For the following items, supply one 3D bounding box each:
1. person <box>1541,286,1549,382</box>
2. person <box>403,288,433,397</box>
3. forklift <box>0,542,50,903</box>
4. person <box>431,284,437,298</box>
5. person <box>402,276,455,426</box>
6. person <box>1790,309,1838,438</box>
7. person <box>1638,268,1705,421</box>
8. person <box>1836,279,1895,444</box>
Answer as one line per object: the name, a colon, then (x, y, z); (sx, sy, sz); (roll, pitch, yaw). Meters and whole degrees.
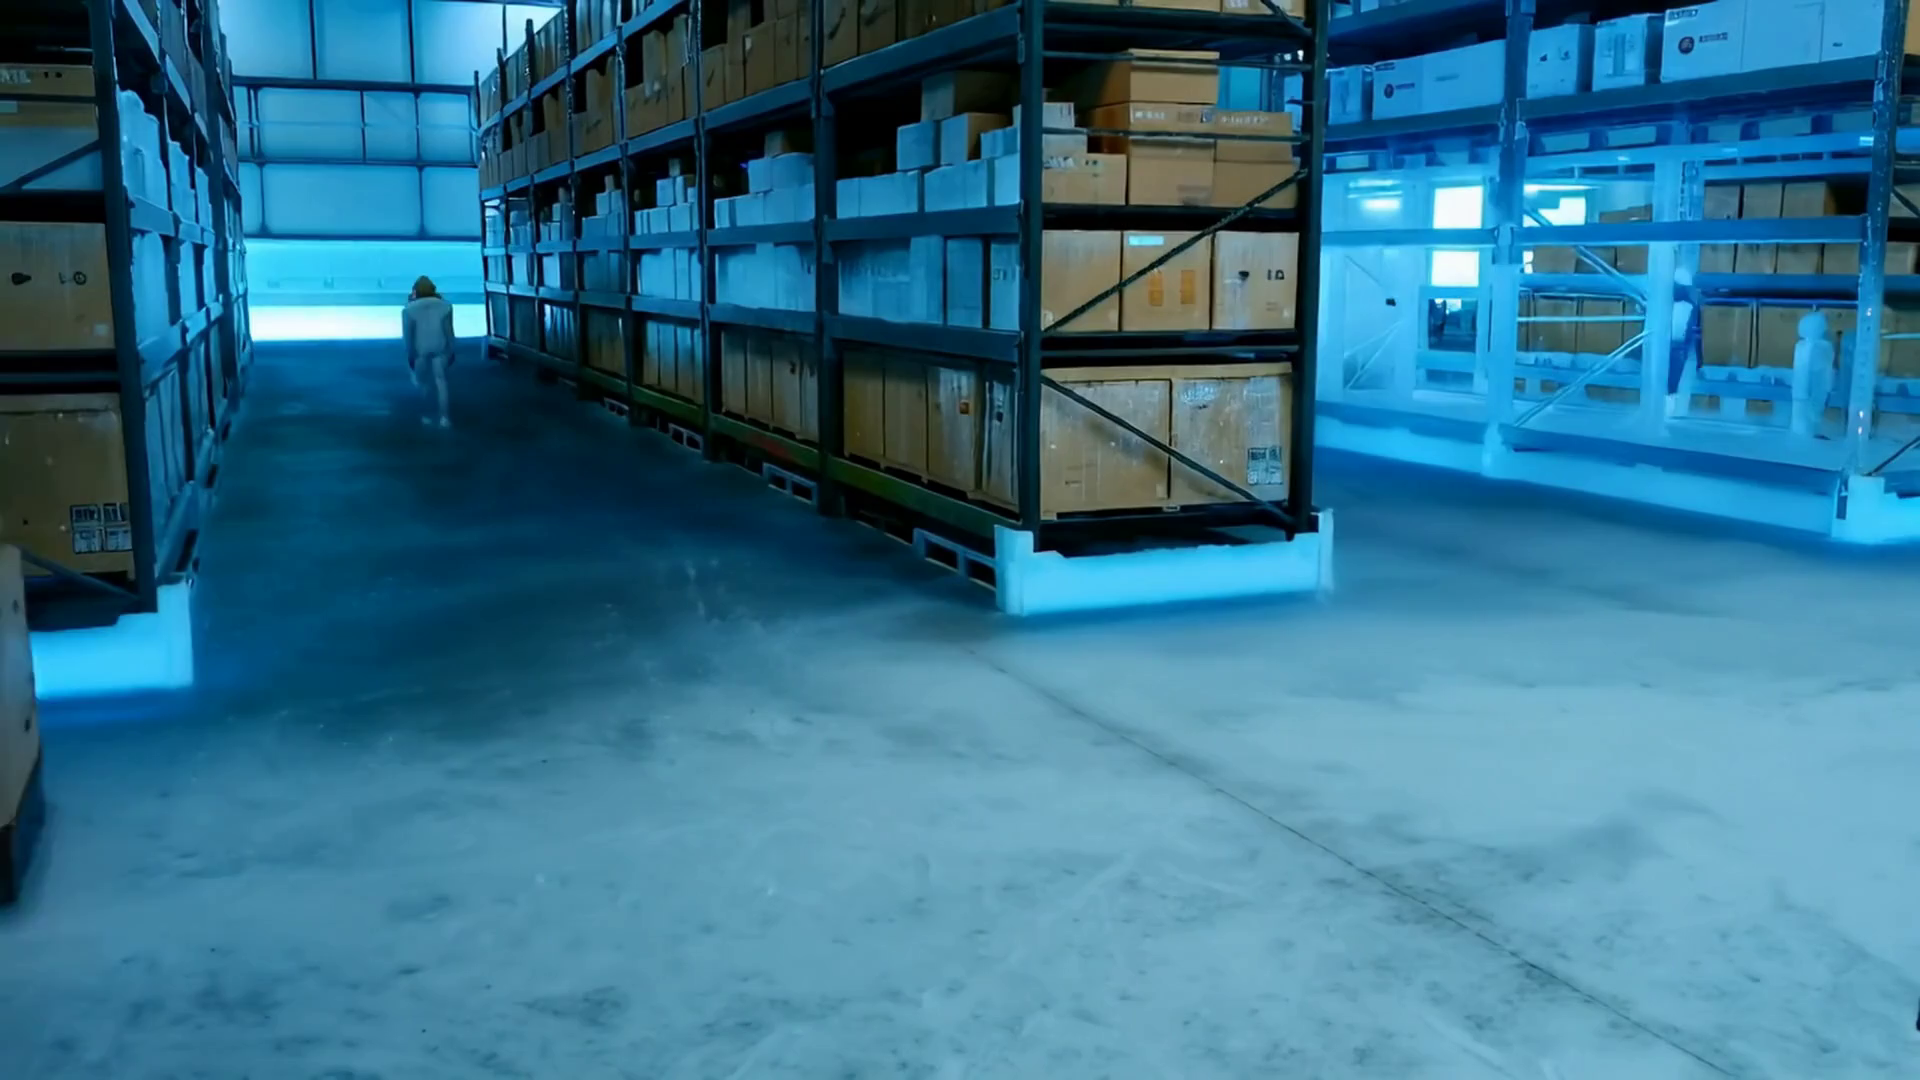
person: (10.085, -3.561, 28.773); (0.539, 1.684, 0.419); (-4, 10, -25)
person: (-8.396, -3.081, 25.840); (0.498, 1.701, 0.885); (-4, 10, -24)
forklift: (-4.013, -0.207, 5.100); (1.873, 2.768, 1.129); (-4, 10, -23)
person: (-11.454, -4.764, 36.146); (0.393, 1.623, 0.529); (-3, 10, -19)
person: (-6.740, -2.403, 21.170); (0.628, 1.911, 0.951); (-4, 10, -22)
person: (8.052, -1.359, 15.735); (0.268, 1.631, 0.507); (-2, 10, -11)
person: (7.711, -1.897, 17.829); (0.641, 2.004, 0.954); (-3, 10, -15)
person: (9.710, -1.862, 17.940); (0.400, 1.905, 0.643); (-2, 10, -12)
